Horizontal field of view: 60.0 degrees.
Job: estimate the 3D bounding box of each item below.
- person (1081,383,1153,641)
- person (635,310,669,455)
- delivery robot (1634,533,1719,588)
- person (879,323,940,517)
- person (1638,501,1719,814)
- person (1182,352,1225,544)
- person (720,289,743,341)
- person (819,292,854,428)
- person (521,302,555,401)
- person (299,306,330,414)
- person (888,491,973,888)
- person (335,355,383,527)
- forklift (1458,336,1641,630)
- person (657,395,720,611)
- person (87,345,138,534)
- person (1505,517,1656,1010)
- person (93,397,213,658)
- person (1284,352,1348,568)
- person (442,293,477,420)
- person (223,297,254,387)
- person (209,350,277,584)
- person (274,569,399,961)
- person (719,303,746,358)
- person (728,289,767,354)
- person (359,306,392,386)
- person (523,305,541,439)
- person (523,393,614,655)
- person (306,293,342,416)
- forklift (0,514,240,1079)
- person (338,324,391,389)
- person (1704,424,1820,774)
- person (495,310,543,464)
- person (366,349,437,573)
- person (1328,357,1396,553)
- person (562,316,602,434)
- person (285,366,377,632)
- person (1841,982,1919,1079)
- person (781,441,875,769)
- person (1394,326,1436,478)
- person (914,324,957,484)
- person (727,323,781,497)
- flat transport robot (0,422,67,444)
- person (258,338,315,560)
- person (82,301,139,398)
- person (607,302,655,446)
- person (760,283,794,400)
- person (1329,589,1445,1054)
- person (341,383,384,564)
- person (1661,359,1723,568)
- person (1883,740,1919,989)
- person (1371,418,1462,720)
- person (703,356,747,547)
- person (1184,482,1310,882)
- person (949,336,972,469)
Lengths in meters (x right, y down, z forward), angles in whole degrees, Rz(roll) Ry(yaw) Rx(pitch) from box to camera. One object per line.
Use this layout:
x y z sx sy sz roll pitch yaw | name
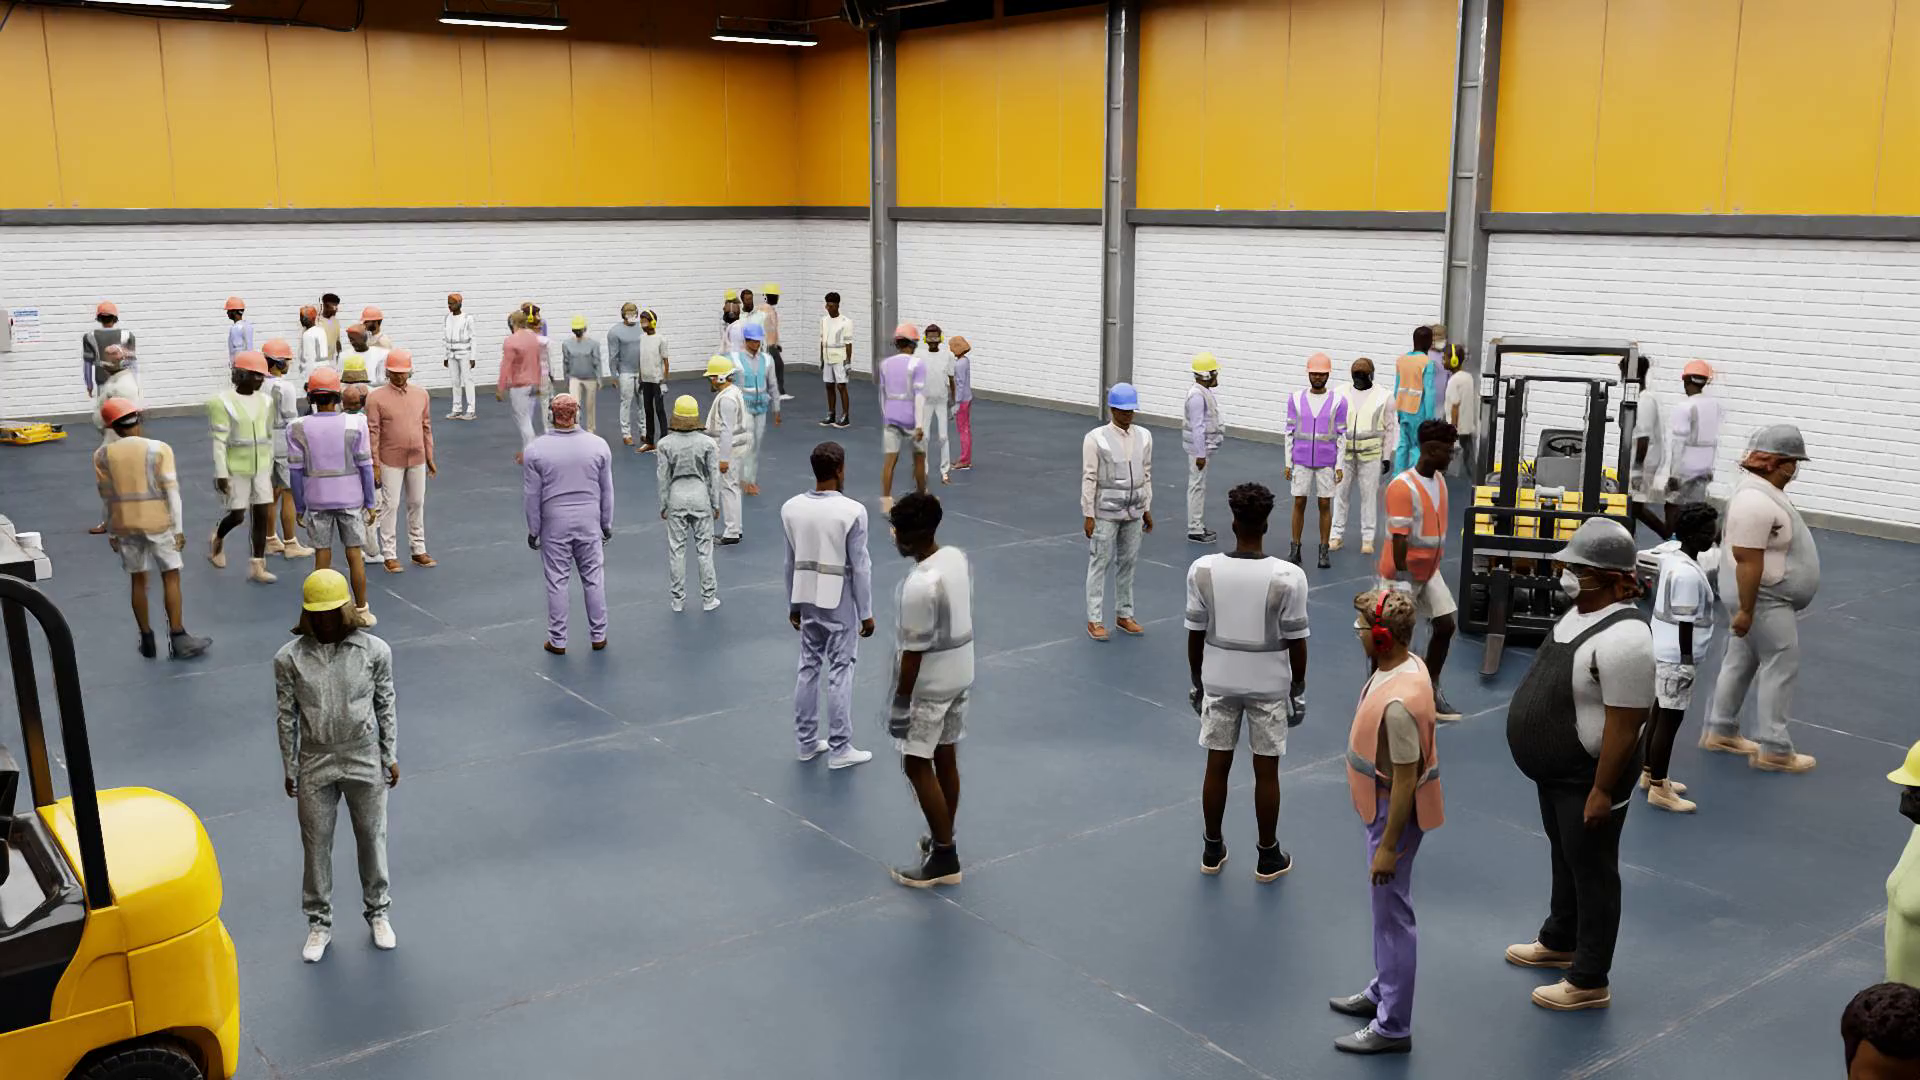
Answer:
1.194 -0.216 12.503 0.616 1.945 0.404 -6 13 -28 | person
-3.981 -2.036 21.500 0.521 1.865 0.328 8 14 34 | person
5.916 0.183 13.731 0.707 0.478 0.477 -6 13 -27 | delivery robot
-0.551 -1.266 17.454 0.620 1.992 0.961 8 14 33 | person
3.917 0.622 9.057 0.317 1.699 0.540 3 12 15 | person
2.342 -0.889 16.021 0.404 1.837 0.592 2 12 10 | person
-3.974 -3.556 29.246 0.506 1.693 0.883 -5 13 -21 | person
-1.796 -2.601 24.010 0.606 1.958 0.374 10 15 40 | person
-6.844 -3.025 26.837 0.599 1.628 0.428 -11 16 -43 | person
-8.536 -2.160 22.047 0.337 1.883 0.584 0 12 0 | person
-0.113 0.706 8.099 0.414 1.935 0.685 5 13 24 | person
-6.041 -0.991 16.744 0.487 1.744 0.312 0 12 -2 | person
4.683 -0.471 13.136 1.214 2.155 2.313 4 12 20 | forklift
-2.173 -0.294 13.377 0.493 1.743 0.301 -1 12 -4 | person
-8.350 -1.008 16.508 0.680 1.870 0.671 -6 13 -25 | person
2.530 0.906 6.861 0.537 2.000 0.682 1 12 4 | person
-5.880 -0.091 12.052 0.679 1.886 0.494 -1 12 -5 | person
3.178 -0.712 14.915 0.547 1.942 0.351 4 12 18 | person
-7.471 -2.732 24.809 0.587 1.882 0.341 5 13 24 | person
-9.969 -2.395 23.052 0.354 1.939 0.544 -1 12 -5 | person
-6.215 -0.636 14.381 0.752 2.011 0.641 8 14 34 | person
-2.702 0.972 7.260 0.490 1.743 0.324 -4 12 -20 | person
-3.166 -2.404 23.362 0.429 1.838 0.629 -1 12 -4 | person
-3.220 -2.840 25.242 0.594 1.921 0.387 -3 12 -12 | person
-7.414 -2.012 21.203 0.373 1.935 0.551 -9 15 -37 | person
-5.781 -2.233 22.465 0.327 1.862 0.511 -3 12 -14 | person
-2.845 -0.116 12.122 0.641 1.908 0.407 -5 13 -23 | person
-9.234 -2.628 24.223 0.941 1.906 0.635 2 12 10 | person
-3.687 1.115 5.480 2.313 2.155 1.214 -9 15 -36 | forklift
-6.924 -1.611 19.459 0.594 1.852 0.584 -2 12 -9 | person
4.766 0.308 9.747 0.643 2.000 0.701 5 13 22 | person
-5.495 -1.895 20.743 0.554 1.899 0.695 3 12 15 | person
-4.947 -0.710 14.789 0.397 1.986 0.623 11 16 42 | person
3.723 -0.791 15.558 0.619 1.837 0.430 5 13 24 | person
-5.068 -2.139 22.345 0.539 1.713 0.919 -1 12 -6 | person
-4.763 -0.297 12.656 0.607 2.048 0.369 -3 12 -13 | person
1.699 1.728 3.189 0.590 1.920 0.398 5 13 22 | person
-0.786 0.381 9.722 0.591 1.912 0.386 8 14 33 | person
4.971 -1.377 18.199 0.391 1.913 0.587 -5 13 -24 | person
-0.295 -1.574 19.286 0.511 1.862 0.324 0 12 1 | person
-2.278 -1.444 18.492 0.637 1.916 0.732 -8 14 -35 | person
-13.028 -1.479 22.674 1.431 0.197 0.652 3 12 15 | flat transport robot
-6.240 -0.836 15.301 0.610 2.034 0.404 8 14 34 | person
-10.781 -2.029 21.139 0.620 2.007 1.017 -5 13 -22 | person
-4.387 -2.220 22.248 0.638 1.927 0.391 -9 15 -37 | person
-2.975 -3.207 27.042 0.750 1.901 0.623 0 12 -1 | person
1.674 1.092 6.452 0.394 1.839 0.563 3 12 12 | person
-5.434 -0.598 15.086 0.523 1.645 0.306 8 14 35 | person
6.516 -0.629 14.641 0.592 1.901 0.695 -6 13 -27 | person
2.897 1.427 5.009 0.327 1.769 0.525 3 12 14 | person
2.902 0.212 10.449 0.682 1.931 0.730 -9 14 -36 | person
-2.229 -0.845 15.859 0.403 1.821 0.600 -1 12 -4 | person
1.393 0.690 8.083 0.607 1.966 0.367 5 13 23 | person
0.006 -1.680 20.339 0.278 1.633 0.497 2 12 8 | person
